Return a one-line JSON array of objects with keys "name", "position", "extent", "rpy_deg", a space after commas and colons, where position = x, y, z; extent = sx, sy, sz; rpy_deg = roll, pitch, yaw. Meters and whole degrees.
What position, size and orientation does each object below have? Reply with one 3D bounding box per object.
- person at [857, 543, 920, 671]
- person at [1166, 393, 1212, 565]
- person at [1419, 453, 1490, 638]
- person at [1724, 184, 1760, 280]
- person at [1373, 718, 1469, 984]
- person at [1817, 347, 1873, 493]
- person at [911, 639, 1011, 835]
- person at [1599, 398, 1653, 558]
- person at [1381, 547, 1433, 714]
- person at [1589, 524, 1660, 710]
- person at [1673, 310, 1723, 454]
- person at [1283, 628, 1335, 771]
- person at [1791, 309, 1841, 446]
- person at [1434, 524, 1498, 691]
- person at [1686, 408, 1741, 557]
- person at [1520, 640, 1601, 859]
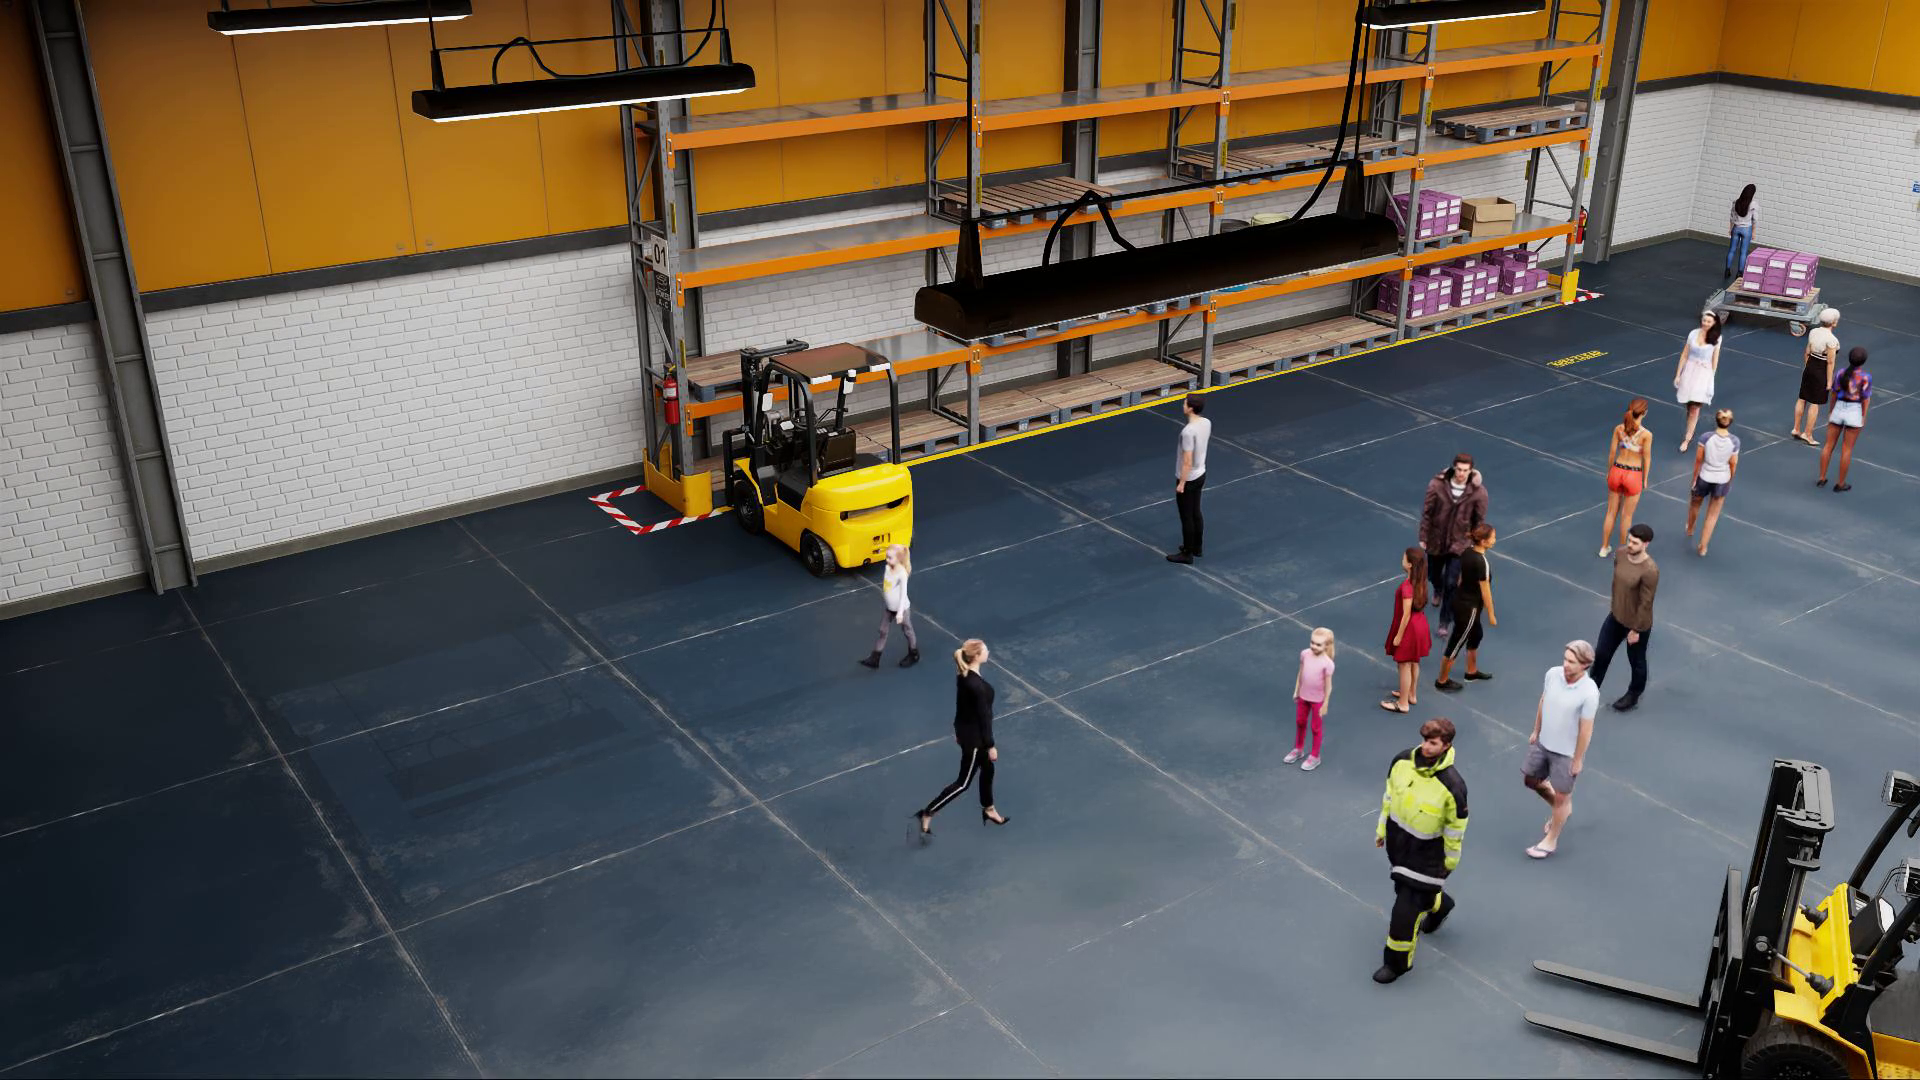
[{"name": "person", "position": [-0.526, 0.618, 15.478], "extent": [0.853, 1.251, 0.526], "rpy_deg": [-17, 29, -34]}, {"name": "person", "position": [2.454, -0.658, 17.632], "extent": [0.804, 1.863, 0.622], "rpy_deg": [15, 28, 30]}, {"name": "person", "position": [4.768, -0.012, 16.205], "extent": [1.073, 1.822, 1.227], "rpy_deg": [10, 26, 22]}, {"name": "person", "position": [13.413, -5.295, 28.527], "extent": [0.641, 1.632, 0.569], "rpy_deg": [22, 32, 40]}, {"name": "person", "position": [3.189, 2.042, 11.348], "extent": [1.158, 1.948, 0.779], "rpy_deg": [-14, 27, -30]}, {"name": "person", "position": [10.415, -1.436, 19.561], "extent": [0.538, 1.743, 0.609], "rpy_deg": [-19, 30, -37]}, {"name": "person", "position": [0.018, 1.567, 12.775], "extent": [1.135, 1.676, 0.854], "rpy_deg": [-6, 24, -13]}, {"name": "person", "position": [7.088, -0.650, 17.705], "extent": [0.628, 1.789, 0.599], "rpy_deg": [20, 31, 38]}, {"name": "person", "position": [3.981, 0.782, 14.726], "extent": [0.684, 1.552, 0.623], "rpy_deg": [16, 29, 33]}, {"name": "person", "position": [5.932, 0.682, 14.597], "extent": [1.067, 1.838, 0.741], "rpy_deg": [-11, 26, -23]}, {"name": "person", "position": [9.251, -2.019, 20.844], "extent": [0.813, 1.785, 1.078], "rpy_deg": [20, 31, 38]}, {"name": "person", "position": [2.963, 1.297, 13.898], "extent": [0.556, 1.271, 0.522], "rpy_deg": [-20, 31, -38]}, {"name": "person", "position": [10.813, -2.070, 20.997], "extent": [0.668, 1.754, 0.713], "rpy_deg": [-5, 24, -12]}, {"name": "person", "position": [4.488, 0.619, 14.973], "extent": [0.910, 1.652, 0.824], "rpy_deg": [0, 24, 1]}, {"name": "person", "position": [8.059, -0.587, 17.818], "extent": [0.892, 1.583, 1.036], "rpy_deg": [9, 25, 19]}, {"name": "person", "position": [4.626, 1.554, 12.620], "extent": [0.773, 1.824, 0.716], "rpy_deg": [-12, 26, -25]}]
